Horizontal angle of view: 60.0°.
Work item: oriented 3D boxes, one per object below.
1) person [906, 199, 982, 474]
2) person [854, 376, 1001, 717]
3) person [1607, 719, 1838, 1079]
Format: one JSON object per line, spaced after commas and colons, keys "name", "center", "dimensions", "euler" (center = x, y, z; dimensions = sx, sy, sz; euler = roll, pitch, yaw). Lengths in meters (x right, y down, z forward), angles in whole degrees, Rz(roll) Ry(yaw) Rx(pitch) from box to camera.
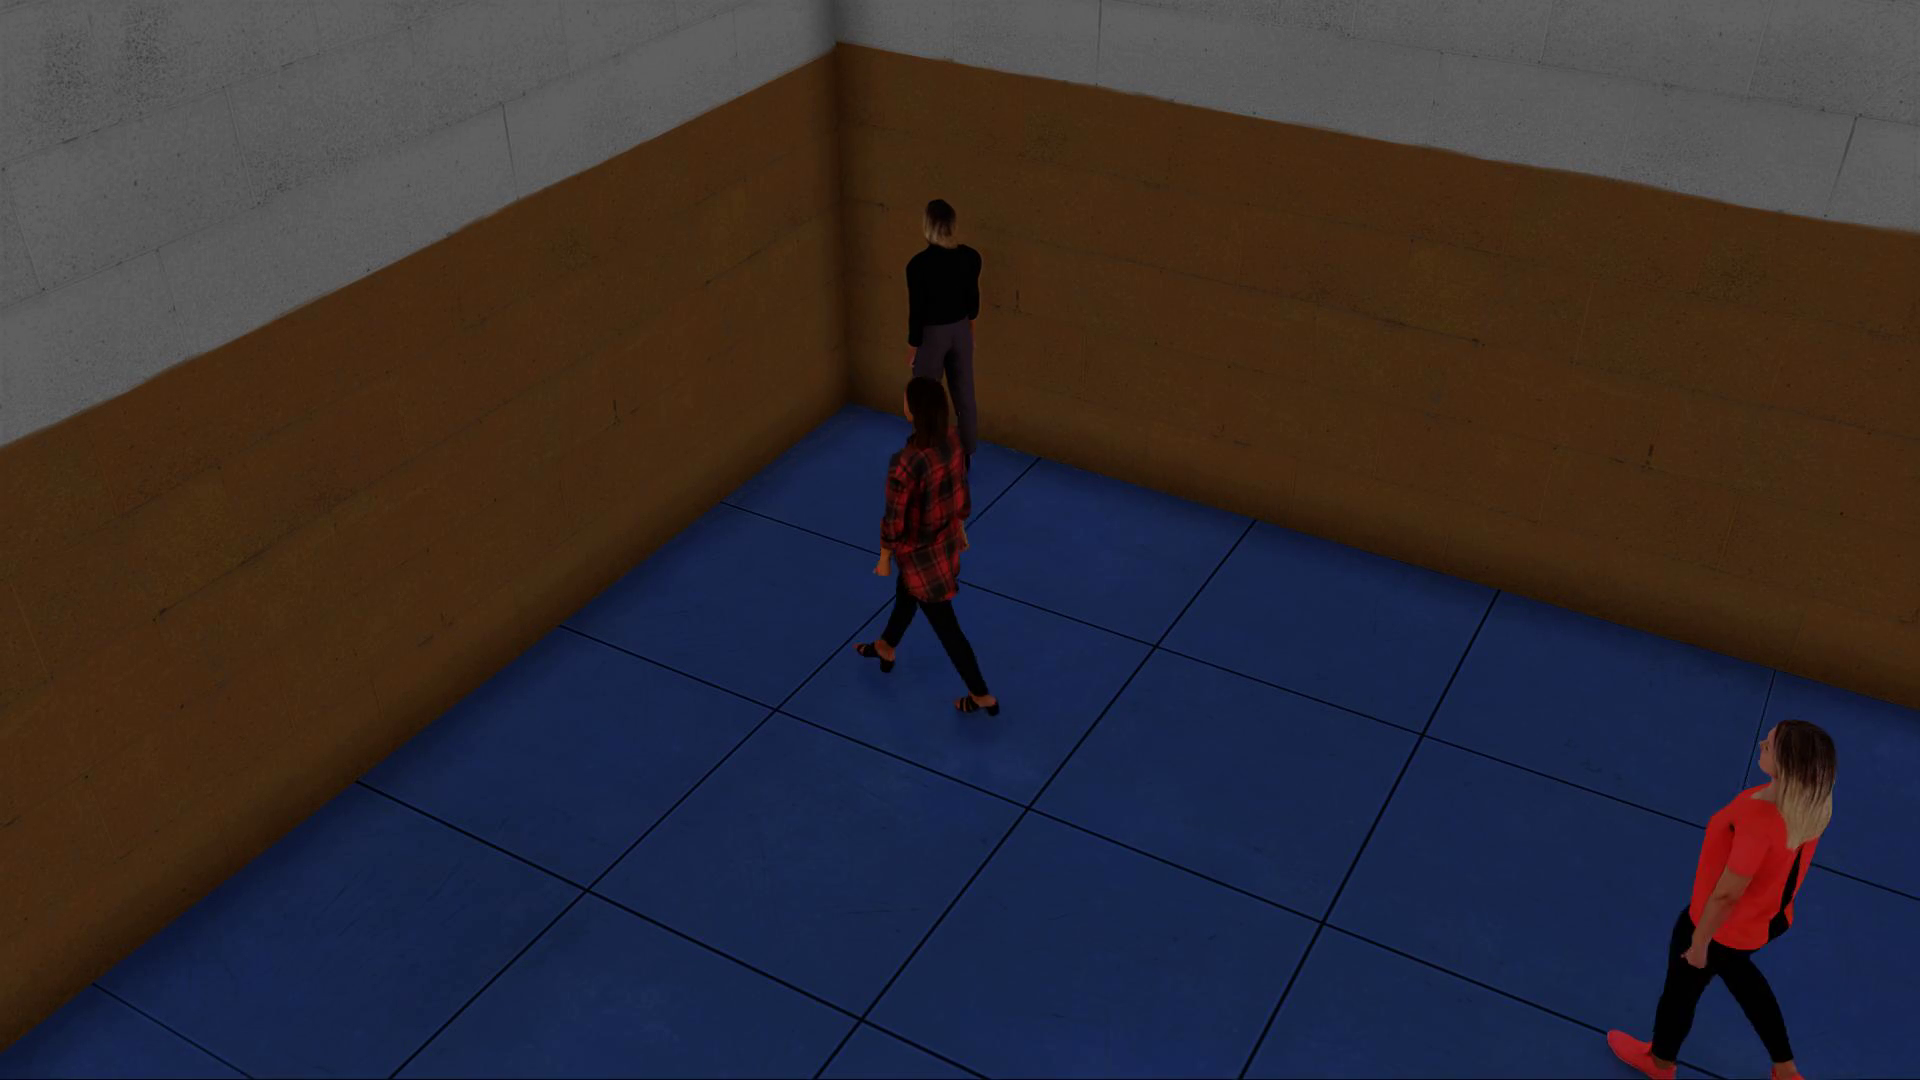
{"name": "person", "center": [-0.090, -1.045, 9.019], "dimensions": [0.635, 1.670, 0.745], "euler": [-18, 38, -25]}
{"name": "person", "center": [-0.078, 0.091, 7.321], "dimensions": [0.741, 1.659, 1.028], "euler": [21, 39, 28]}
{"name": "person", "center": [2.641, 1.290, 5.497], "dimensions": [0.939, 1.683, 0.884], "euler": [-22, 40, -30]}
